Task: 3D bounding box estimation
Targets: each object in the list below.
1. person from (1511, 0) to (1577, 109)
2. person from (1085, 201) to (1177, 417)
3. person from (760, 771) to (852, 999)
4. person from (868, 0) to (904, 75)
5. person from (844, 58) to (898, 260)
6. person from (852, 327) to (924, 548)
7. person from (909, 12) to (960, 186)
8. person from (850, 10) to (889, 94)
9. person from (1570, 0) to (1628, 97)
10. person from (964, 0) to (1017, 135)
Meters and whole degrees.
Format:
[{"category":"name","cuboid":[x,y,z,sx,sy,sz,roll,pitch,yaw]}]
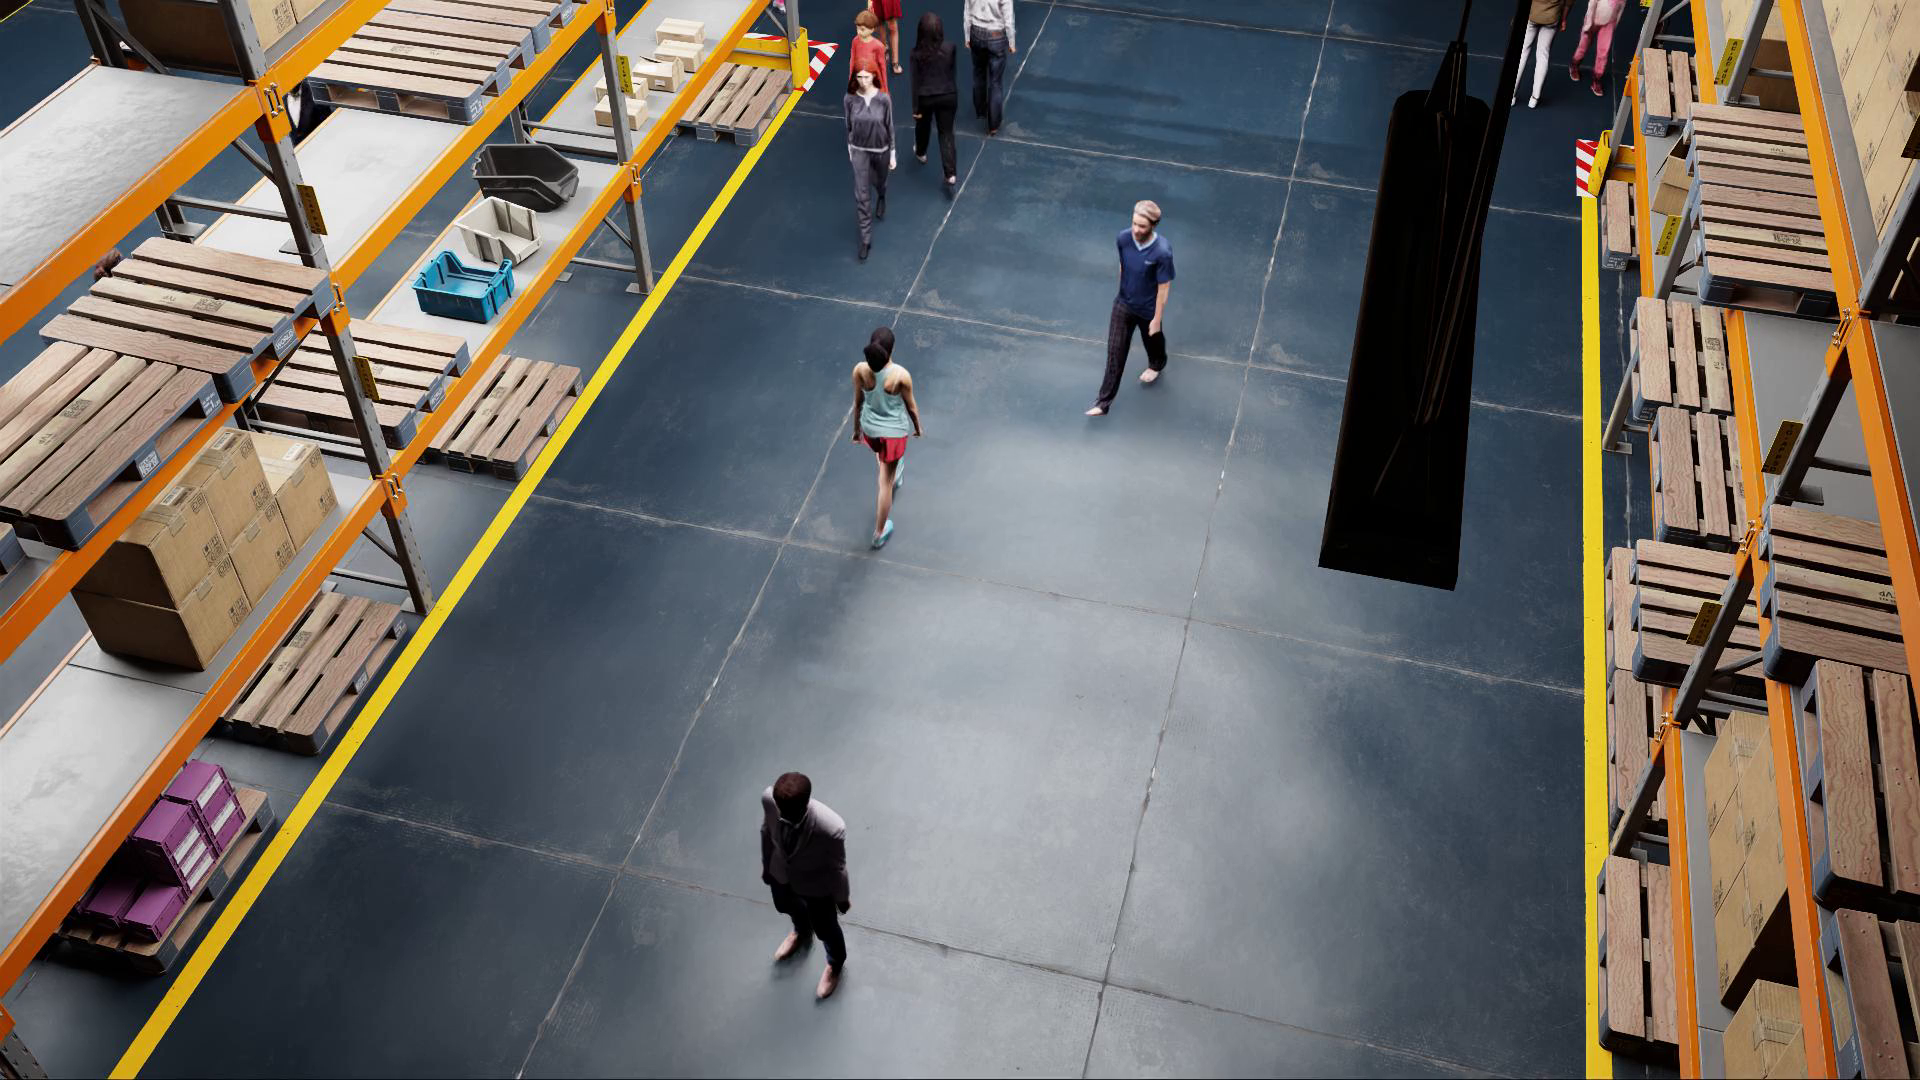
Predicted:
[{"category":"person","cuboid":[5.697,-5.119,16.302,0.717,1.825,0.572,12,45,12]},{"category":"person","cuboid":[1.449,-1.852,12.887,0.970,1.806,1.338,25,49,24]},{"category":"person","cuboid":[-0.834,1.790,9.044,0.762,1.832,0.711,23,48,22]},{"category":"person","cuboid":[-0.789,-5.647,17.071,0.682,1.528,0.921,-2,44,-2]},{"category":"person","cuboid":[-0.764,-3.423,14.585,0.759,1.738,1.180,2,44,2]},{"category":"person","cuboid":[-0.557,-0.692,11.725,0.637,1.728,1.094,12,45,12]},{"category":"person","cuboid":[-0.195,-4.007,15.316,0.991,1.575,1.213,-11,45,-11]},{"category":"person","cuboid":[-0.825,-4.382,15.835,0.702,1.401,0.988,24,49,23]},{"category":"person","cuboid":[6.429,-5.281,16.757,0.674,1.431,0.887,0,44,0]},{"category":"person","cuboid":[0.291,-4.809,15.981,0.742,1.818,0.809,14,45,15]}]
